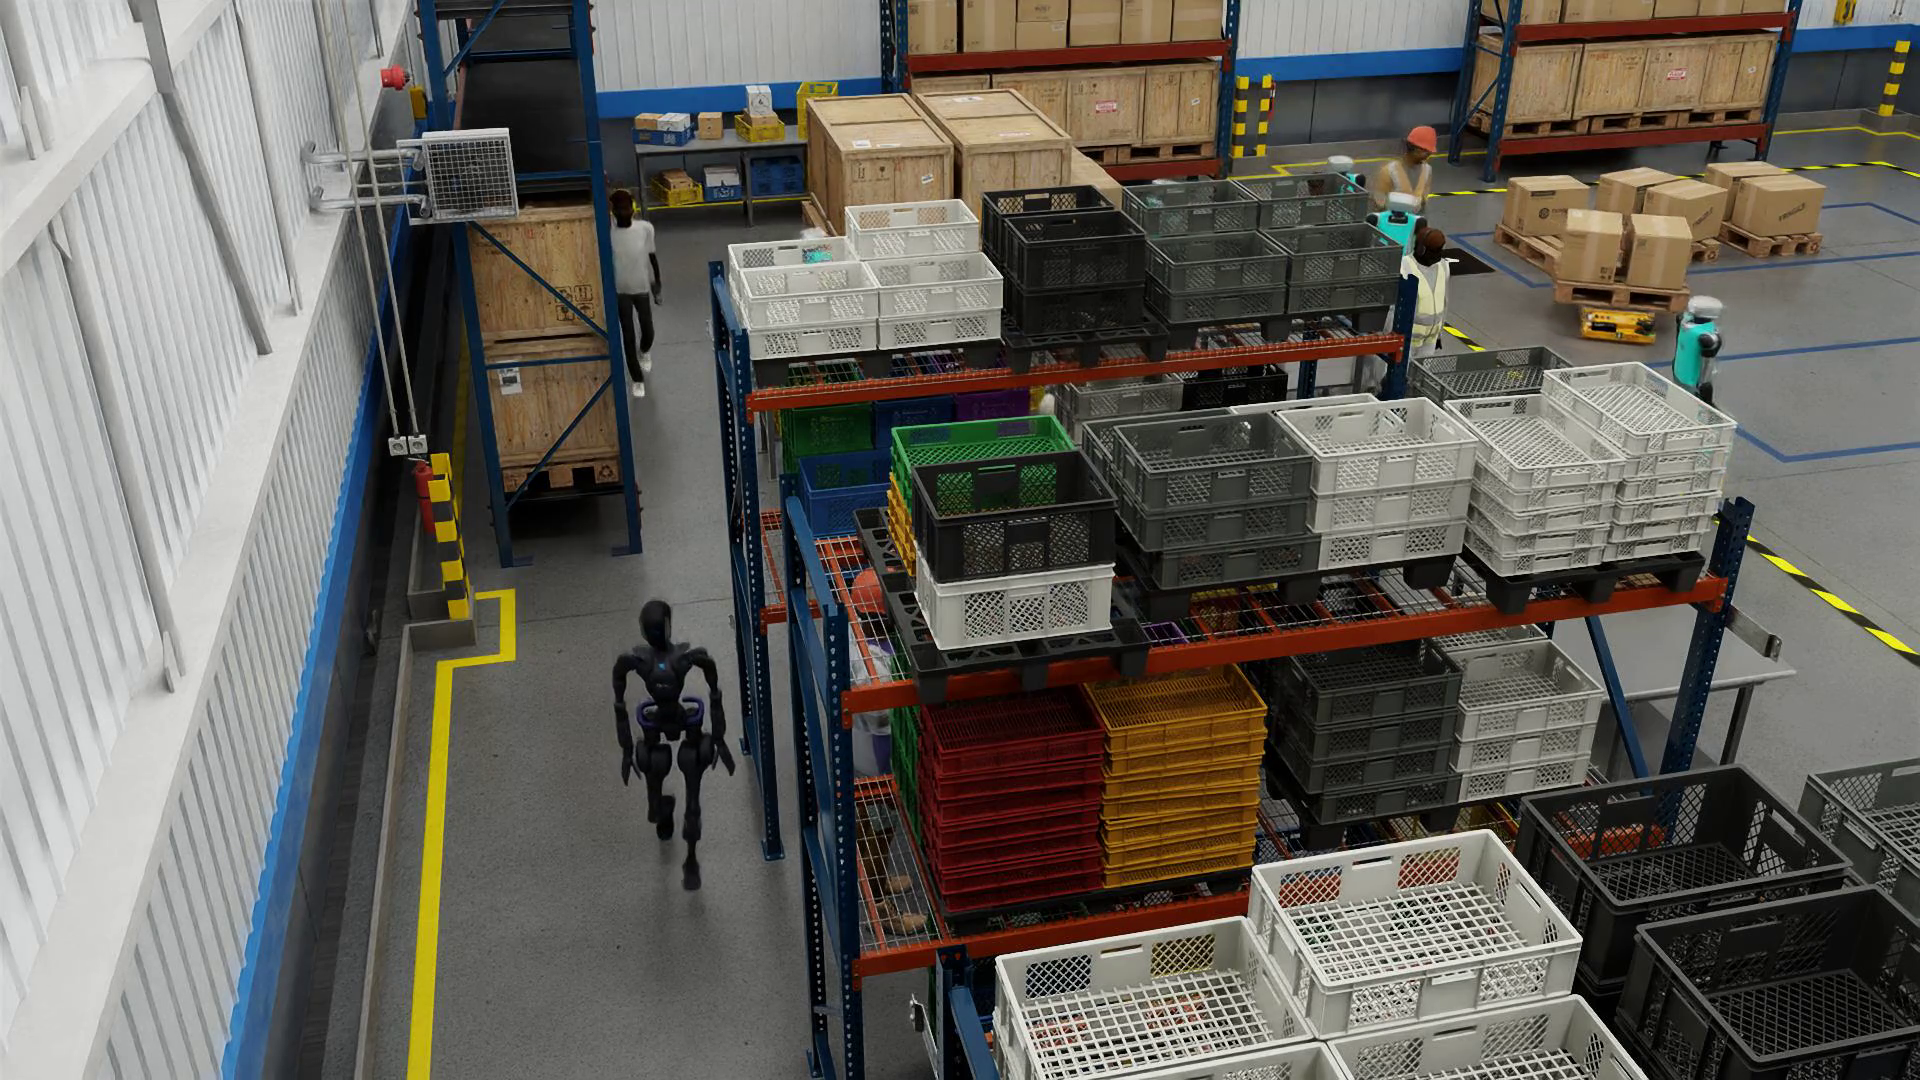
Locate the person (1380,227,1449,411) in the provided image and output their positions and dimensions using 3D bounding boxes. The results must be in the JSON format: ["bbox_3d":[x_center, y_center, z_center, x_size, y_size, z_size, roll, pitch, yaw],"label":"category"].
[{"bbox_3d":[3.685,-1.650,13.503,0.629,1.835,0.429,-14,31,-25],"label":"person"}]

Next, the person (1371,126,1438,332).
[{"bbox_3d":[4.116,-2.942,15.780,0.683,1.993,0.743,-12,30,-22],"label":"person"}]

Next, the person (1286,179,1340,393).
[{"bbox_3d":[3.121,-2.305,14.702,0.590,1.871,0.736,2,28,5],"label":"person"}]

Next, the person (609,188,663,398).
[{"bbox_3d":[-2.866,-2.190,14.504,0.512,1.856,0.550,-7,29,-13],"label":"person"}]

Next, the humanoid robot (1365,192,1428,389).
[{"bbox_3d":[3.708,-2.022,14.406,0.554,1.890,0.667,2,28,4],"label":"humanoid robot"}]

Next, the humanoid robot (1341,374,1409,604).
[{"bbox_3d":[2.873,-0.370,11.243,0.560,1.641,0.589,-14,31,-24],"label":"humanoid robot"}]

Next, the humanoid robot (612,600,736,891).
[{"bbox_3d":[-1.471,1.013,8.624,0.590,1.650,0.497,-4,28,-8],"label":"humanoid robot"}]

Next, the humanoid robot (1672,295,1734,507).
[{"bbox_3d":[5.551,-0.927,12.261,0.755,1.804,0.540,-1,28,-2],"label":"humanoid robot"}]

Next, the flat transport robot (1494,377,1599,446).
[{"bbox_3d":[4.780,-1.036,14.013,0.659,0.231,1.431,-6,28,-12],"label":"flat transport robot"}]

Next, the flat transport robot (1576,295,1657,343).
[{"bbox_3d":[6.449,-2.297,16.375,0.652,0.197,1.431,7,29,14],"label":"flat transport robot"}]

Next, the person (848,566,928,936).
[{"bbox_3d":[-0.379,1.030,8.192,0.369,2.044,0.606,-6,28,-11],"label":"person"}]

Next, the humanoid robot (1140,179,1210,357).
[{"bbox_3d":[2.036,-2.463,15.186,1.010,1.781,0.534,-20,34,-32],"label":"humanoid robot"}]

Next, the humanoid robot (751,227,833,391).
[{"bbox_3d":[-1.380,-1.660,13.649,1.036,1.741,0.530,-14,31,-25],"label":"humanoid robot"}]

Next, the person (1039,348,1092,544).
[{"bbox_3d":[0.718,-0.445,11.205,0.337,1.840,0.506,22,35,36],"label":"person"}]

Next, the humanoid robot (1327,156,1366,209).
[{"bbox_3d":[3.575,-2.618,15.468,0.559,1.784,0.820,-8,29,-14],"label":"humanoid robot"}]

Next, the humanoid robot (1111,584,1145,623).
[{"bbox_3d":[0.847,0.959,8.757,0.776,1.621,0.585,4,28,7],"label":"humanoid robot"}]
